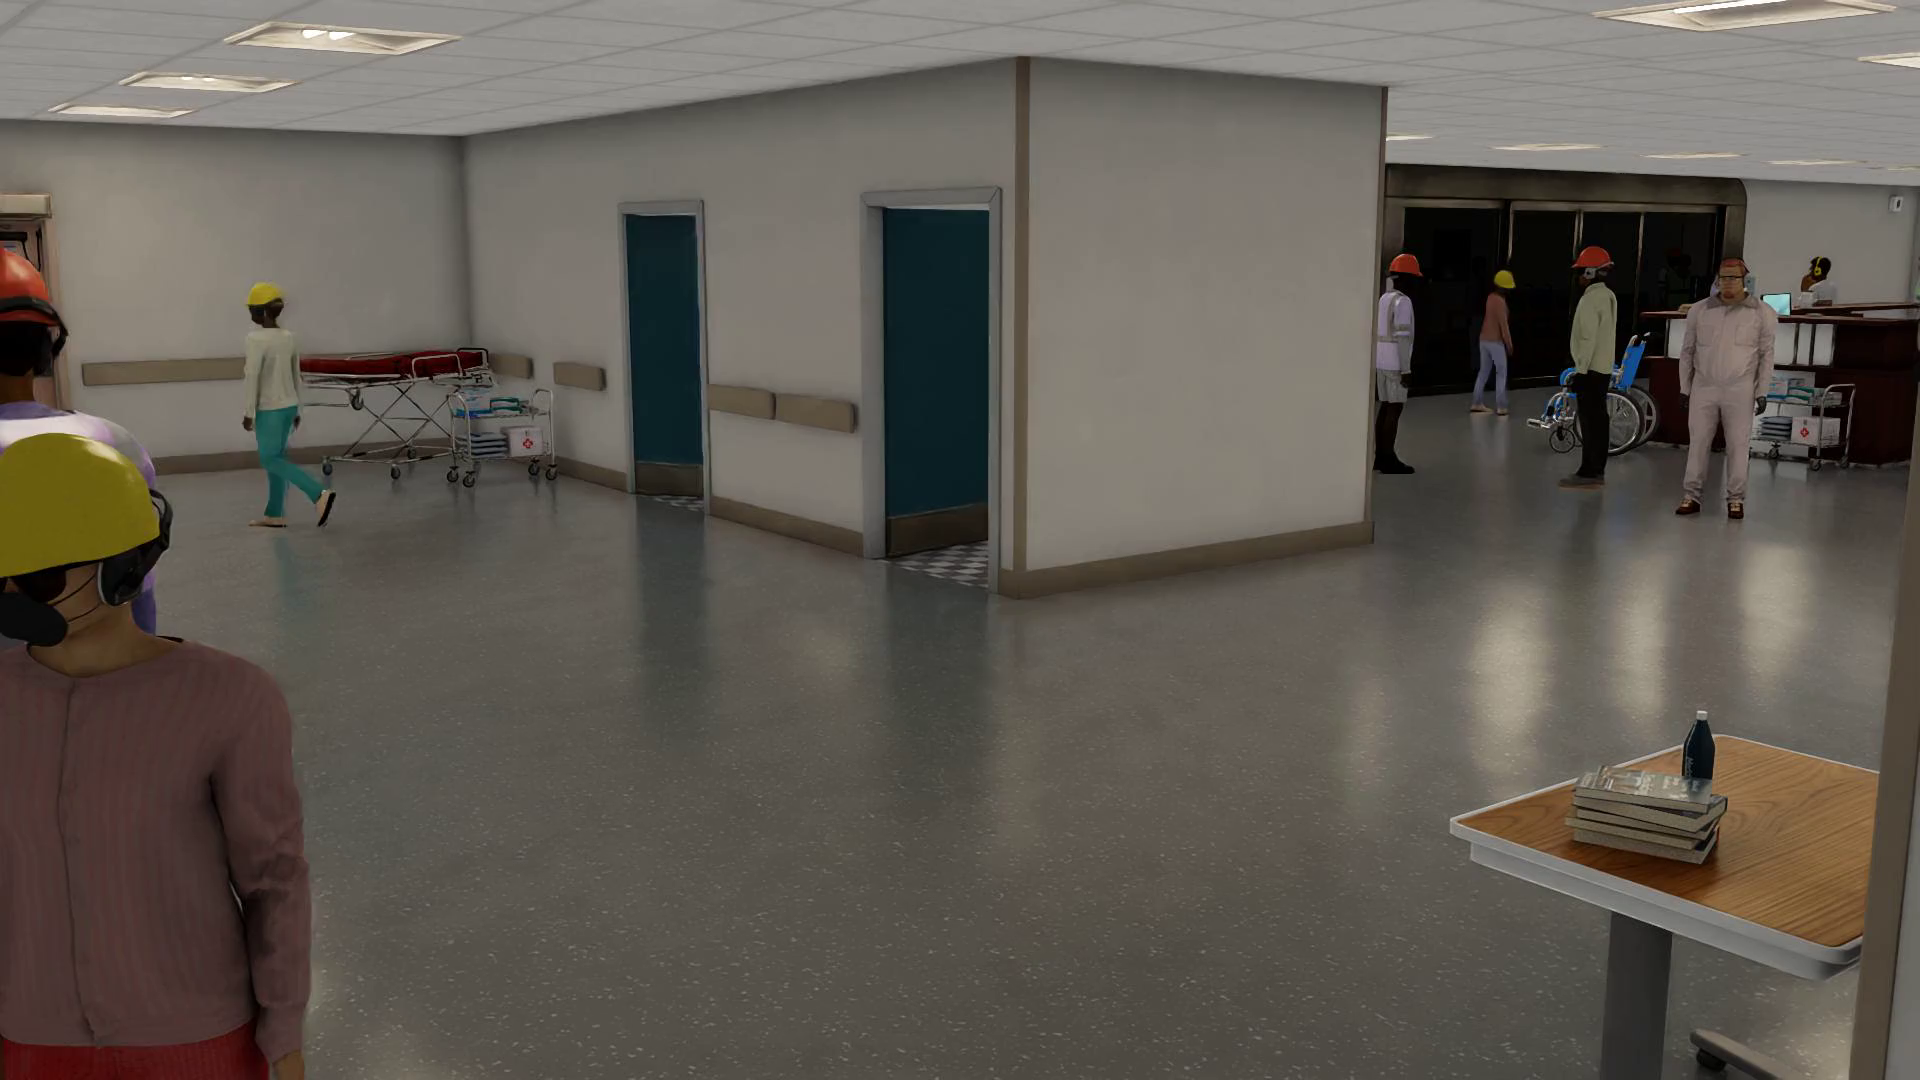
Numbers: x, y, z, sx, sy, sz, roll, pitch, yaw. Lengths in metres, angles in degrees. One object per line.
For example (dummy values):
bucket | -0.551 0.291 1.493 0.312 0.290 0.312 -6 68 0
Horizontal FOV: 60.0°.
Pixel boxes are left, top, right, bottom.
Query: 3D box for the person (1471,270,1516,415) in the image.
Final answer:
person | 6.360 -2.336 19.684 0.405 1.717 0.555 -1 10 -6

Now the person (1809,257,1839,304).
person | 10.459 -2.510 20.266 0.506 1.860 0.327 -6 12 -31

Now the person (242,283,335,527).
person | -4.757 -0.930 11.701 0.692 1.747 0.524 2 10 10

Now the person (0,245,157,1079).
person | -1.944 0.406 3.455 0.408 2.026 0.627 3 11 18

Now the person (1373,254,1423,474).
person | 3.859 -1.545 14.660 0.390 1.929 0.545 -1 10 -6

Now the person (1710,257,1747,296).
person | 10.418 -2.905 22.565 0.628 1.832 0.432 -6 12 -31

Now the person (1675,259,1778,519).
person | 5.645 -1.114 12.302 0.641 1.908 0.407 6 12 32

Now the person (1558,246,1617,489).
person | 5.206 -1.418 13.755 0.393 1.995 0.612 8 13 37

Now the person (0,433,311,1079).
person | -1.221 0.719 2.436 0.530 1.765 0.325 -1 10 -3
